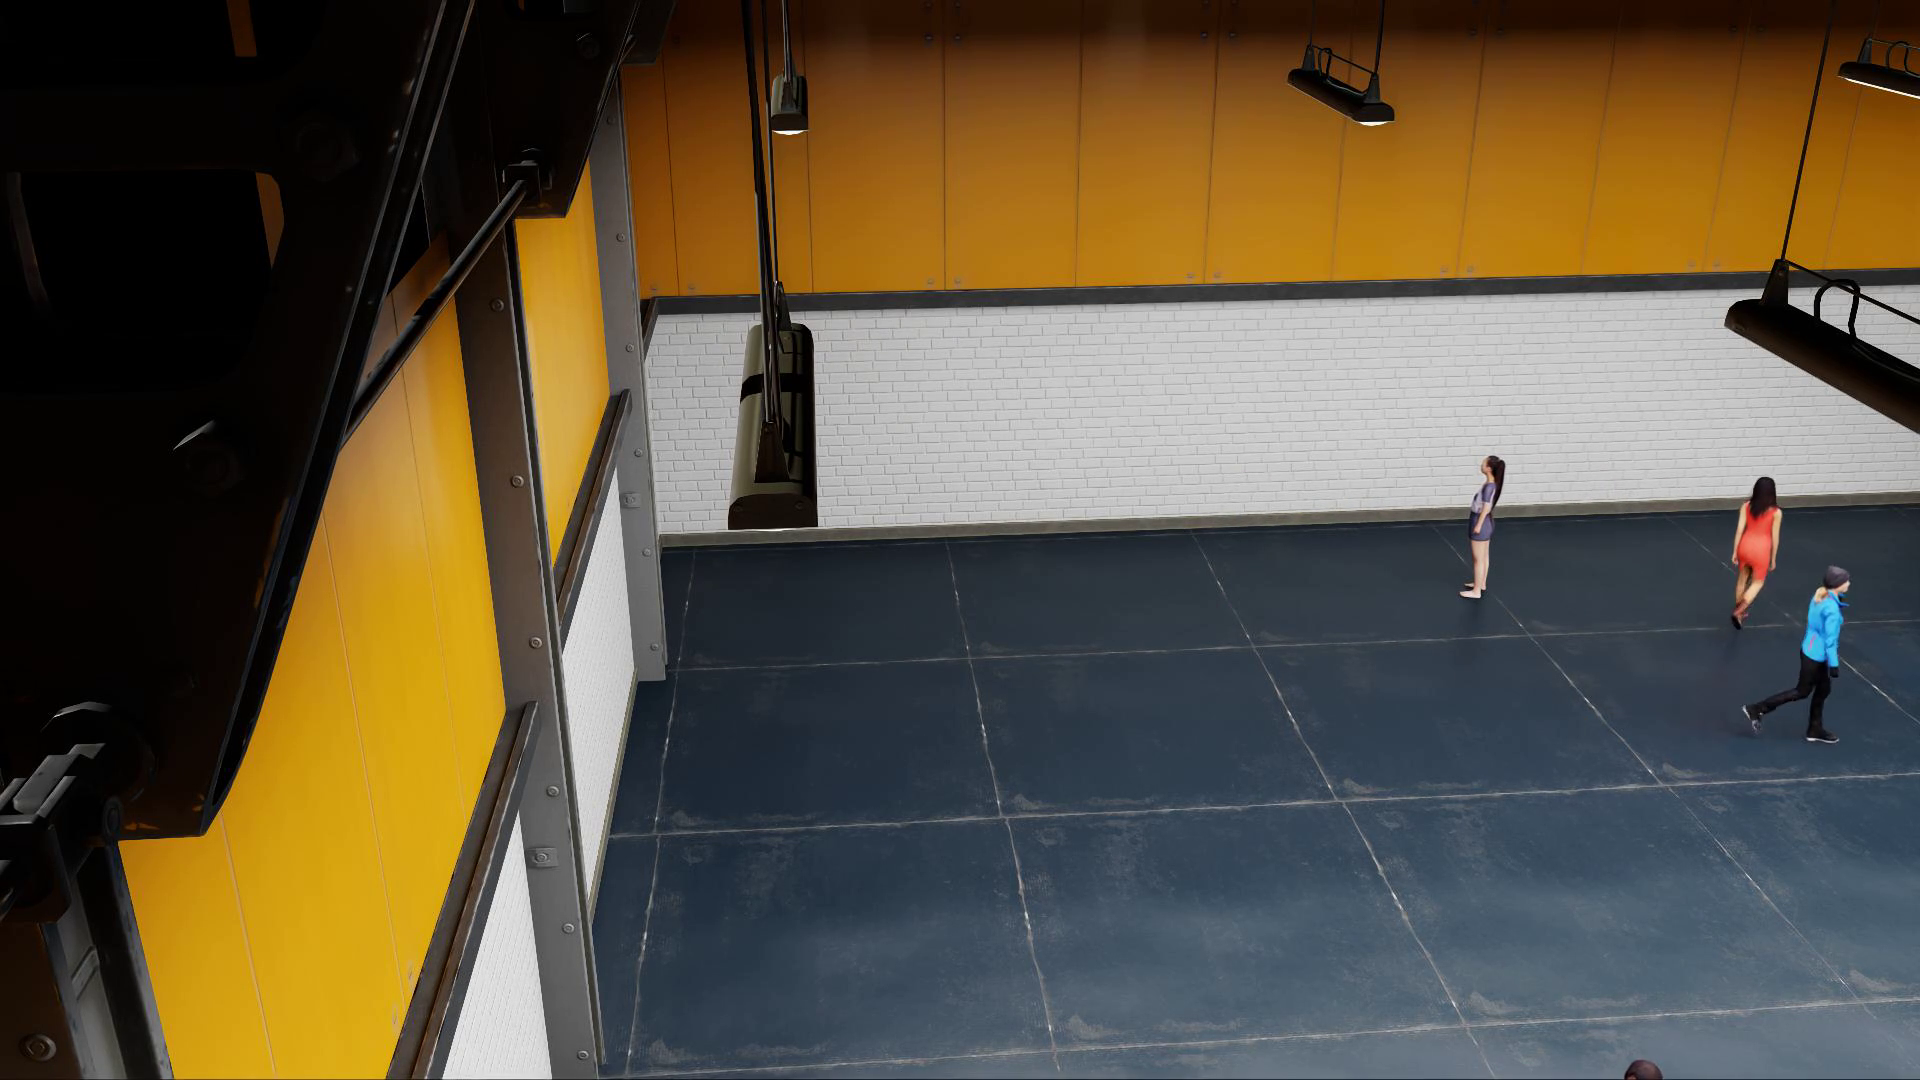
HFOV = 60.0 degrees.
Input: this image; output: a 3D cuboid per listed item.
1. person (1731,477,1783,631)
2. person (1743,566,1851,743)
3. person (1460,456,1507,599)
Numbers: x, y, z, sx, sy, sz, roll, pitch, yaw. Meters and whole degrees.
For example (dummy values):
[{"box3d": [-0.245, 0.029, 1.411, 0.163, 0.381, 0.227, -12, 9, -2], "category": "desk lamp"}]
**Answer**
[{"box3d": [8.344, 0.175, 17.525, 0.935, 1.702, 0.971, 21, 31, 39], "category": "person"}, {"box3d": [7.813, 1.077, 15.376, 0.996, 1.770, 1.122, 9, 25, 19], "category": "person"}, {"box3d": [5.787, -0.158, 18.352, 0.735, 1.651, 0.640, 13, 27, 27], "category": "person"}]
